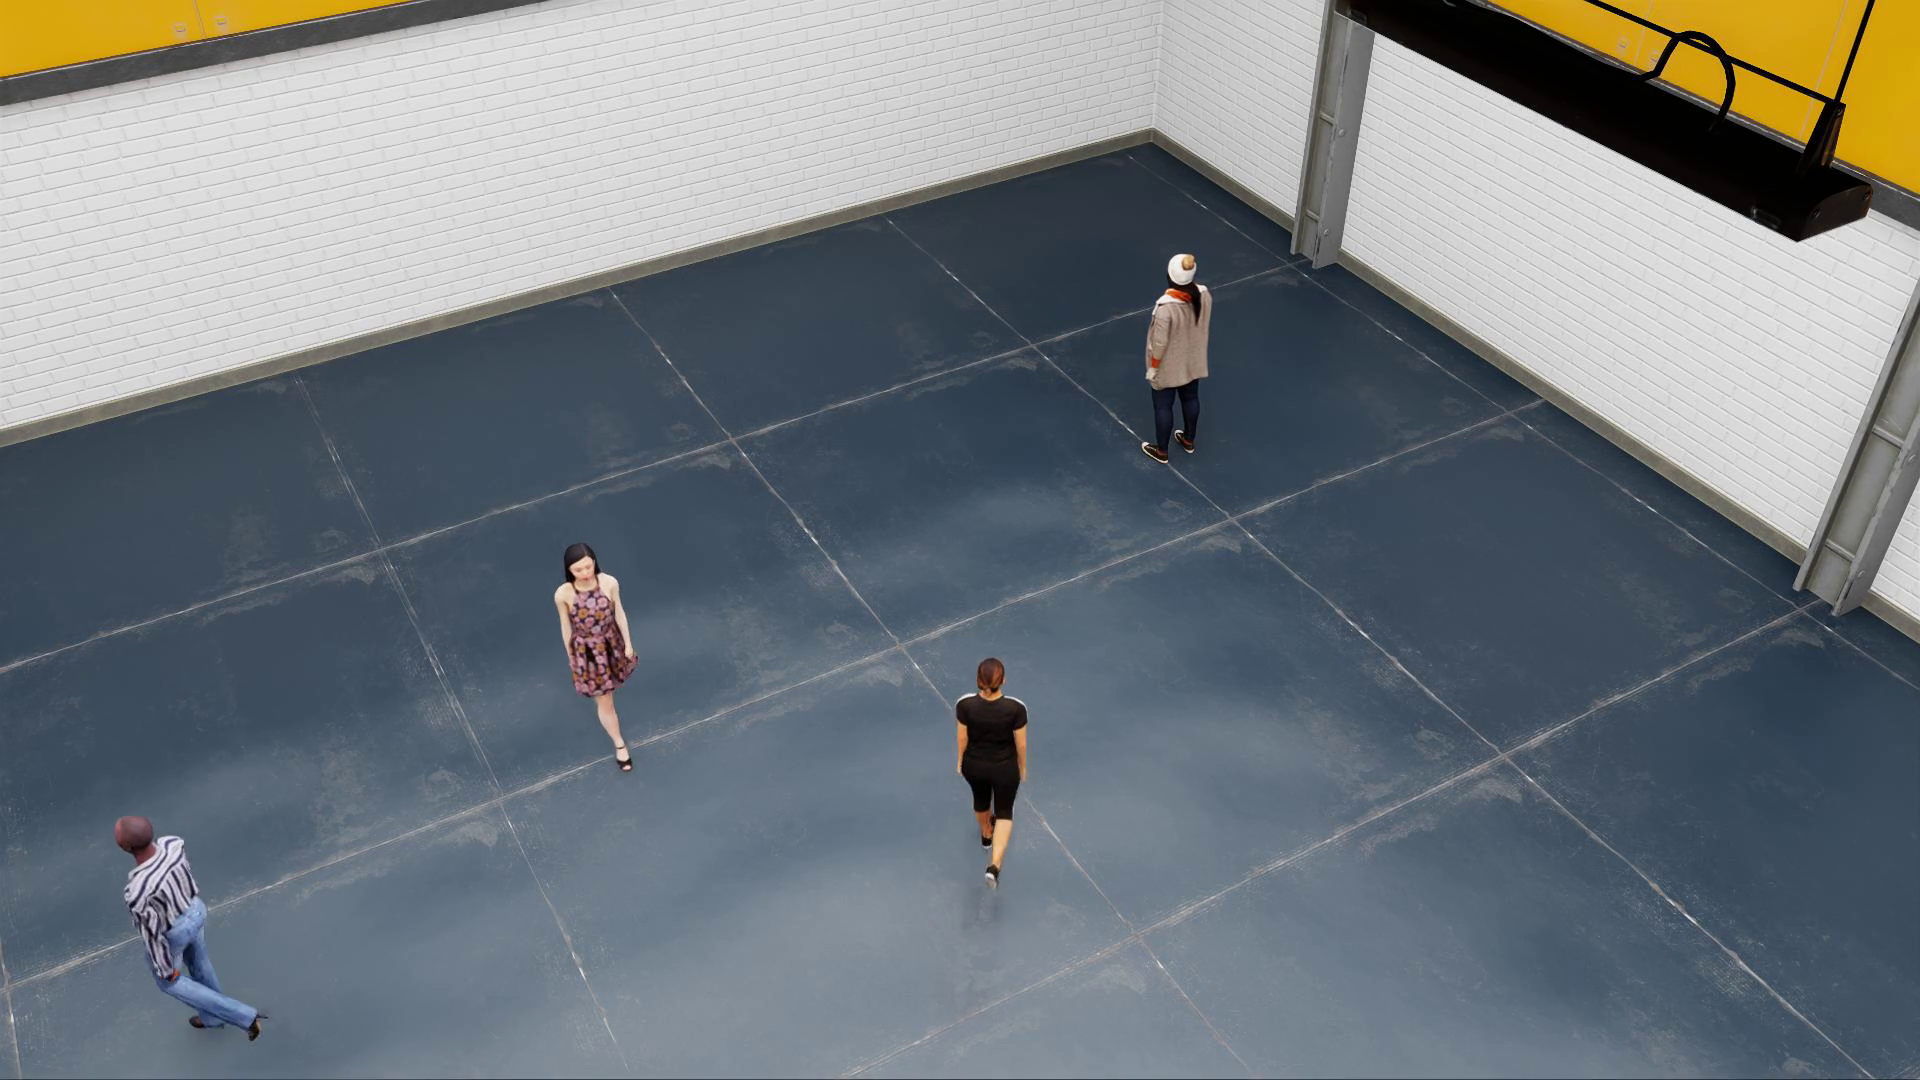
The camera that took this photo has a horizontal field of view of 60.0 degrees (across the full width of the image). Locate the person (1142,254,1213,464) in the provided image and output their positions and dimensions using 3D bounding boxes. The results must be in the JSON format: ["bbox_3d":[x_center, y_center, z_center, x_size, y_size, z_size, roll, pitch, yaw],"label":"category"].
[{"bbox_3d":[1.754,-1.483,13.380,0.673,1.890,0.642,-20,43,-23],"label":"person"}]

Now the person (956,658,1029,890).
[{"bbox_3d":[0.178,1.394,9.971,0.929,1.648,1.035,5,39,6],"label":"person"}]

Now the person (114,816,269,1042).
[{"bbox_3d":[-4.120,2.126,8.948,0.940,1.782,0.893,6,39,8],"label":"person"}]

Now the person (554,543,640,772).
[{"bbox_3d":[-2.355,0.688,10.771,0.659,1.753,1.028,-16,41,-19],"label":"person"}]
